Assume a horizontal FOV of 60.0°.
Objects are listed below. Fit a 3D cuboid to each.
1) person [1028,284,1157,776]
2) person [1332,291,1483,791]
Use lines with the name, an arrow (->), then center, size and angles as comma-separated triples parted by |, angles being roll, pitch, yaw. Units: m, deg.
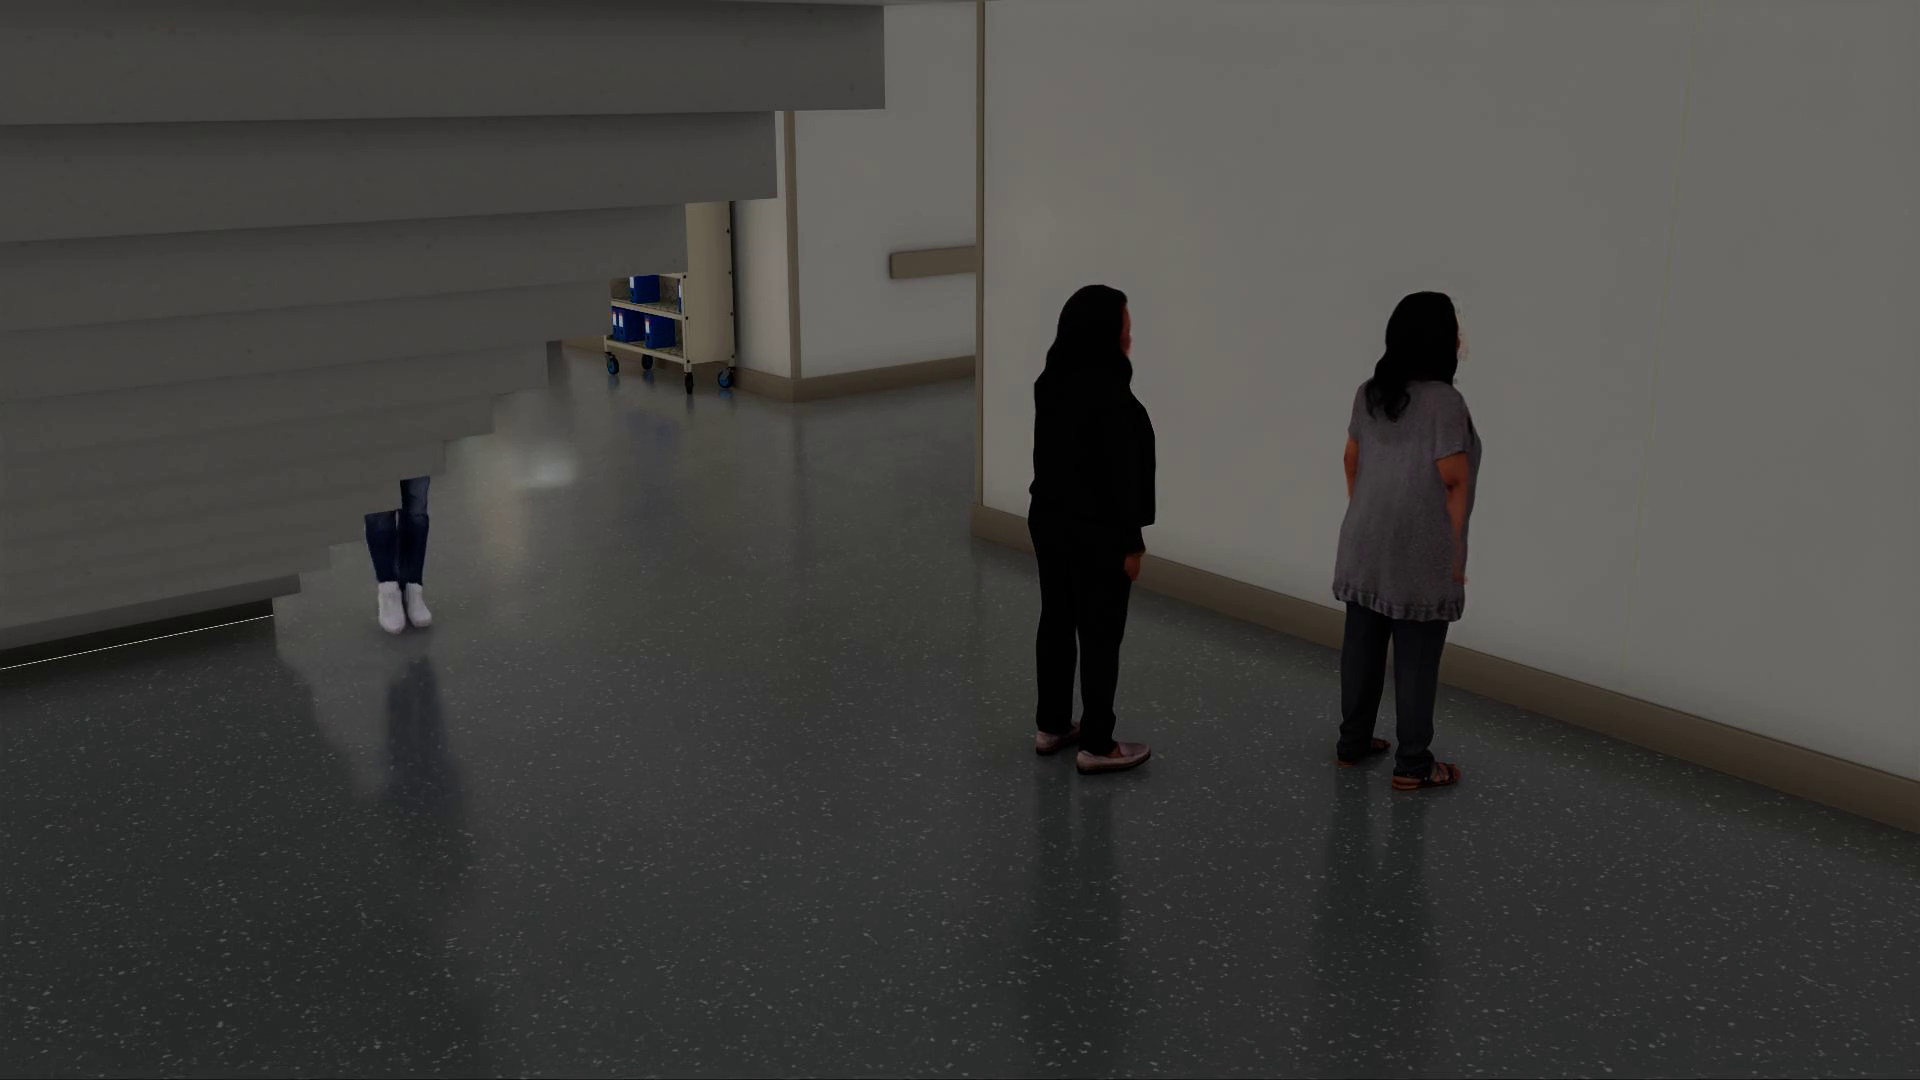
person -> 0.413, -0.032, 5.512 | 0.725, 1.612, 0.581 | -11, 19, -33
person -> 1.438, -0.004, 5.418 | 0.729, 1.609, 0.632 | -10, 18, -31
